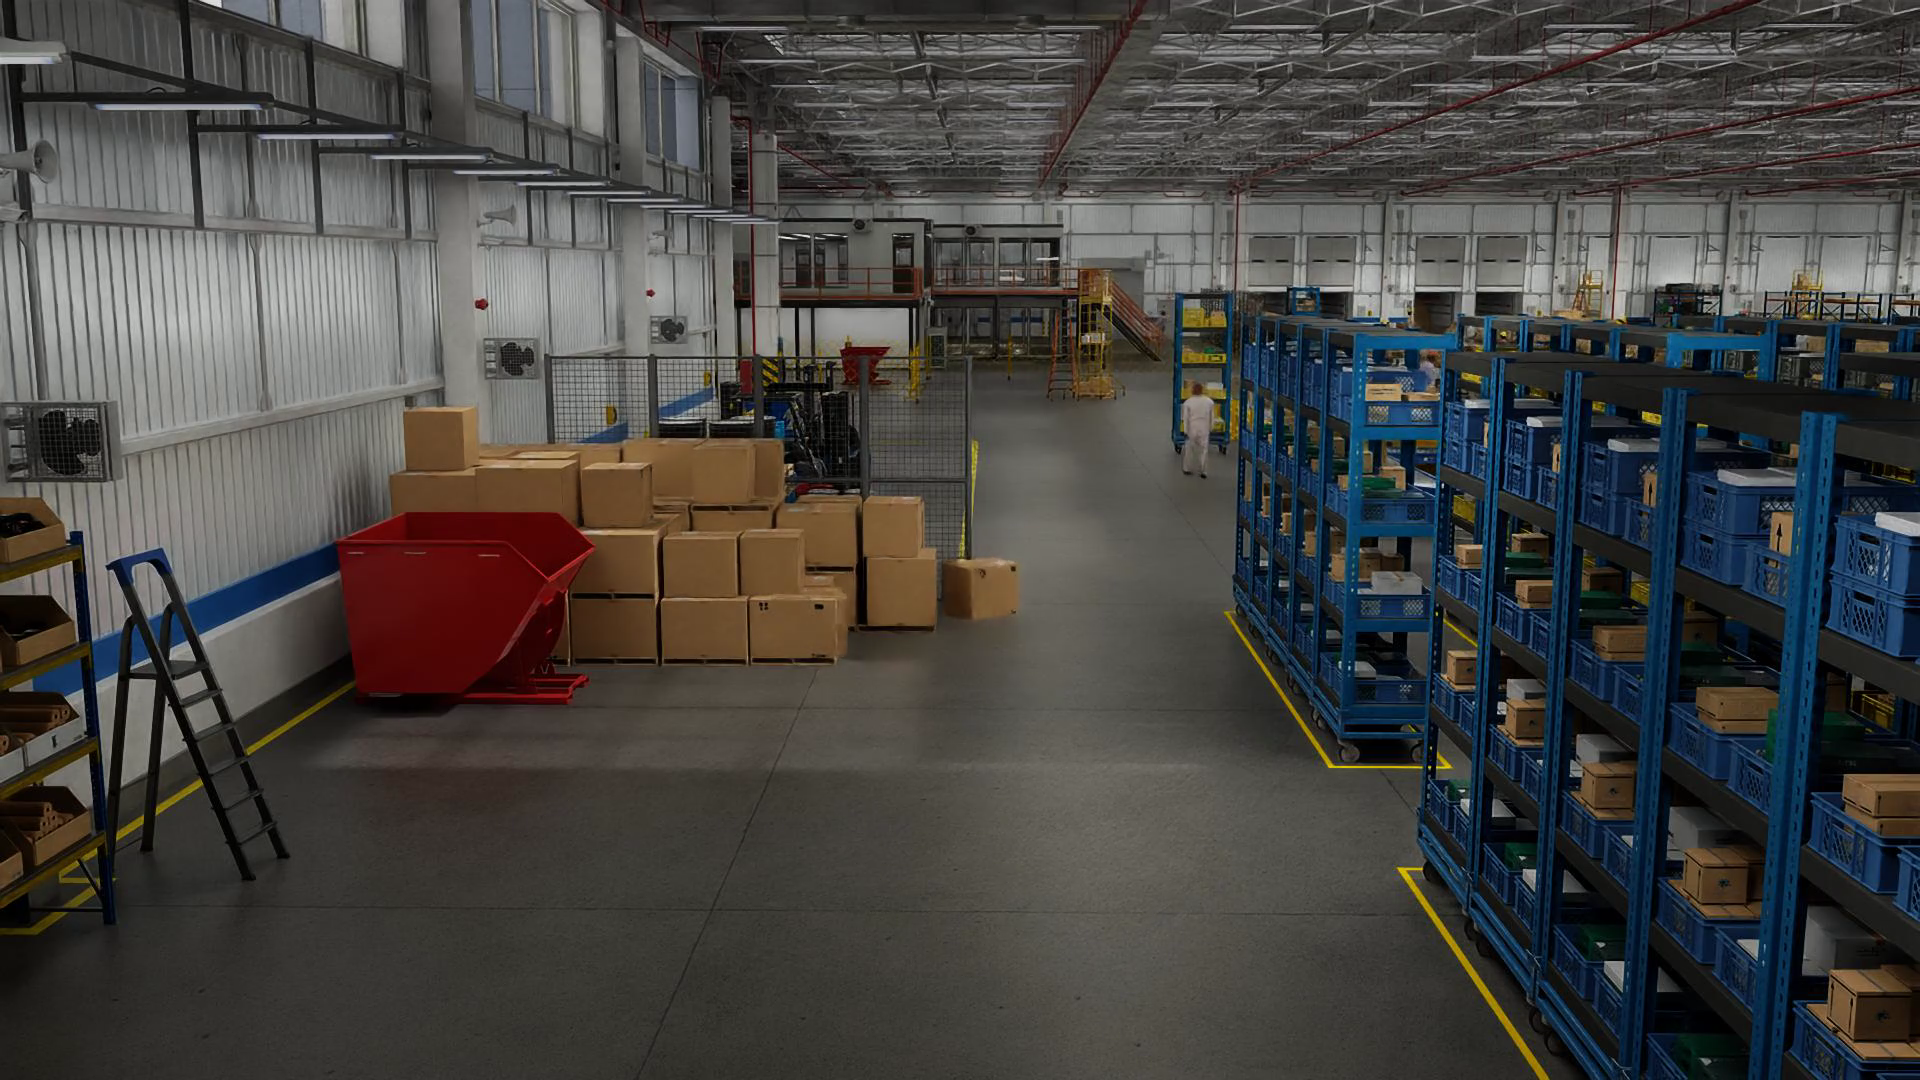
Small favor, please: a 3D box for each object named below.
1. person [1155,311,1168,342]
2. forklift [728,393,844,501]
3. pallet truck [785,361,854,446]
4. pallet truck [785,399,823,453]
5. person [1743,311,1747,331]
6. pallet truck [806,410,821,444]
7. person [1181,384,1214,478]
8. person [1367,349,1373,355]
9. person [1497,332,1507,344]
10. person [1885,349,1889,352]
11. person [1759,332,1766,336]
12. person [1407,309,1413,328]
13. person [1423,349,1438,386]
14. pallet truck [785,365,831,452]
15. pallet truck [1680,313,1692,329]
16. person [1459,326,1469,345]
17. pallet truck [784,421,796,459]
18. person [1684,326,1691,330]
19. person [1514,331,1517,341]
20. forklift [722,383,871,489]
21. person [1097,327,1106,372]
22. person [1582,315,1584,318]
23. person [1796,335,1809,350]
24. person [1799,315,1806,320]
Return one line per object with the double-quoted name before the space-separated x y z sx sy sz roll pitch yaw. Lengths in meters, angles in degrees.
"person" 11.566 -12.253 95.493 0.920 1.804 0.624 -9 13 -43
"forklift" -2.979 -1.316 26.476 2.680 1.987 1.157 0 9 1
"pallet truck" -3.410 -3.193 38.978 1.885 1.965 0.823 0 9 -1
"pallet truck" -3.814 -2.432 36.419 1.630 1.274 0.653 0 9 1
"person" 43.421 -11.766 92.218 0.564 1.875 1.009 3 10 16
"pallet truck" -3.559 -2.018 33.905 1.522 1.261 0.704 0 9 -1
"person" 4.745 -2.193 33.255 0.664 1.857 0.994 -1 9 -5
"person" 16.287 -7.539 65.883 0.367 1.965 0.604 -7 12 -37
"person" 20.743 -7.068 63.594 0.314 1.768 0.527 -4 10 -22
"person" 26.969 -4.635 48.430 0.633 1.806 0.669 2 9 11
"person" 31.914 -7.533 66.060 0.590 1.901 0.526 -5 11 -30
"person" 25.592 -12.173 94.623 0.398 1.918 0.587 5 11 30
"person" 12.661 -4.190 45.092 0.978 2.014 0.606 0 9 1
"pallet truck" -3.774 -2.976 37.635 1.885 1.965 0.823 1 9 5
"pallet truck" 36.315 -10.531 84.244 0.823 1.965 1.885 -6 11 -33
"person" 24.487 -10.014 81.344 0.991 1.894 0.654 -4 10 -21
"pallet truck" -4.013 -1.793 32.705 1.601 1.201 0.680 0 9 1
"person" 34.876 -9.710 79.576 0.566 1.868 0.588 4 10 24
"person" 27.029 -9.857 80.496 0.530 1.864 0.313 -7 12 -38
"forklift" -2.893 -1.687 28.729 2.680 1.987 1.157 0 9 -1
"person" 5.775 -7.780 67.782 0.351 1.837 0.502 -2 9 -11
"person" 32.279 -10.758 86.215 0.835 1.817 0.632 1 9 6
"person" 33.208 -7.457 65.666 0.512 1.873 0.328 8 12 42
"person" 42.150 -10.278 82.969 0.822 1.890 0.596 1 9 9
